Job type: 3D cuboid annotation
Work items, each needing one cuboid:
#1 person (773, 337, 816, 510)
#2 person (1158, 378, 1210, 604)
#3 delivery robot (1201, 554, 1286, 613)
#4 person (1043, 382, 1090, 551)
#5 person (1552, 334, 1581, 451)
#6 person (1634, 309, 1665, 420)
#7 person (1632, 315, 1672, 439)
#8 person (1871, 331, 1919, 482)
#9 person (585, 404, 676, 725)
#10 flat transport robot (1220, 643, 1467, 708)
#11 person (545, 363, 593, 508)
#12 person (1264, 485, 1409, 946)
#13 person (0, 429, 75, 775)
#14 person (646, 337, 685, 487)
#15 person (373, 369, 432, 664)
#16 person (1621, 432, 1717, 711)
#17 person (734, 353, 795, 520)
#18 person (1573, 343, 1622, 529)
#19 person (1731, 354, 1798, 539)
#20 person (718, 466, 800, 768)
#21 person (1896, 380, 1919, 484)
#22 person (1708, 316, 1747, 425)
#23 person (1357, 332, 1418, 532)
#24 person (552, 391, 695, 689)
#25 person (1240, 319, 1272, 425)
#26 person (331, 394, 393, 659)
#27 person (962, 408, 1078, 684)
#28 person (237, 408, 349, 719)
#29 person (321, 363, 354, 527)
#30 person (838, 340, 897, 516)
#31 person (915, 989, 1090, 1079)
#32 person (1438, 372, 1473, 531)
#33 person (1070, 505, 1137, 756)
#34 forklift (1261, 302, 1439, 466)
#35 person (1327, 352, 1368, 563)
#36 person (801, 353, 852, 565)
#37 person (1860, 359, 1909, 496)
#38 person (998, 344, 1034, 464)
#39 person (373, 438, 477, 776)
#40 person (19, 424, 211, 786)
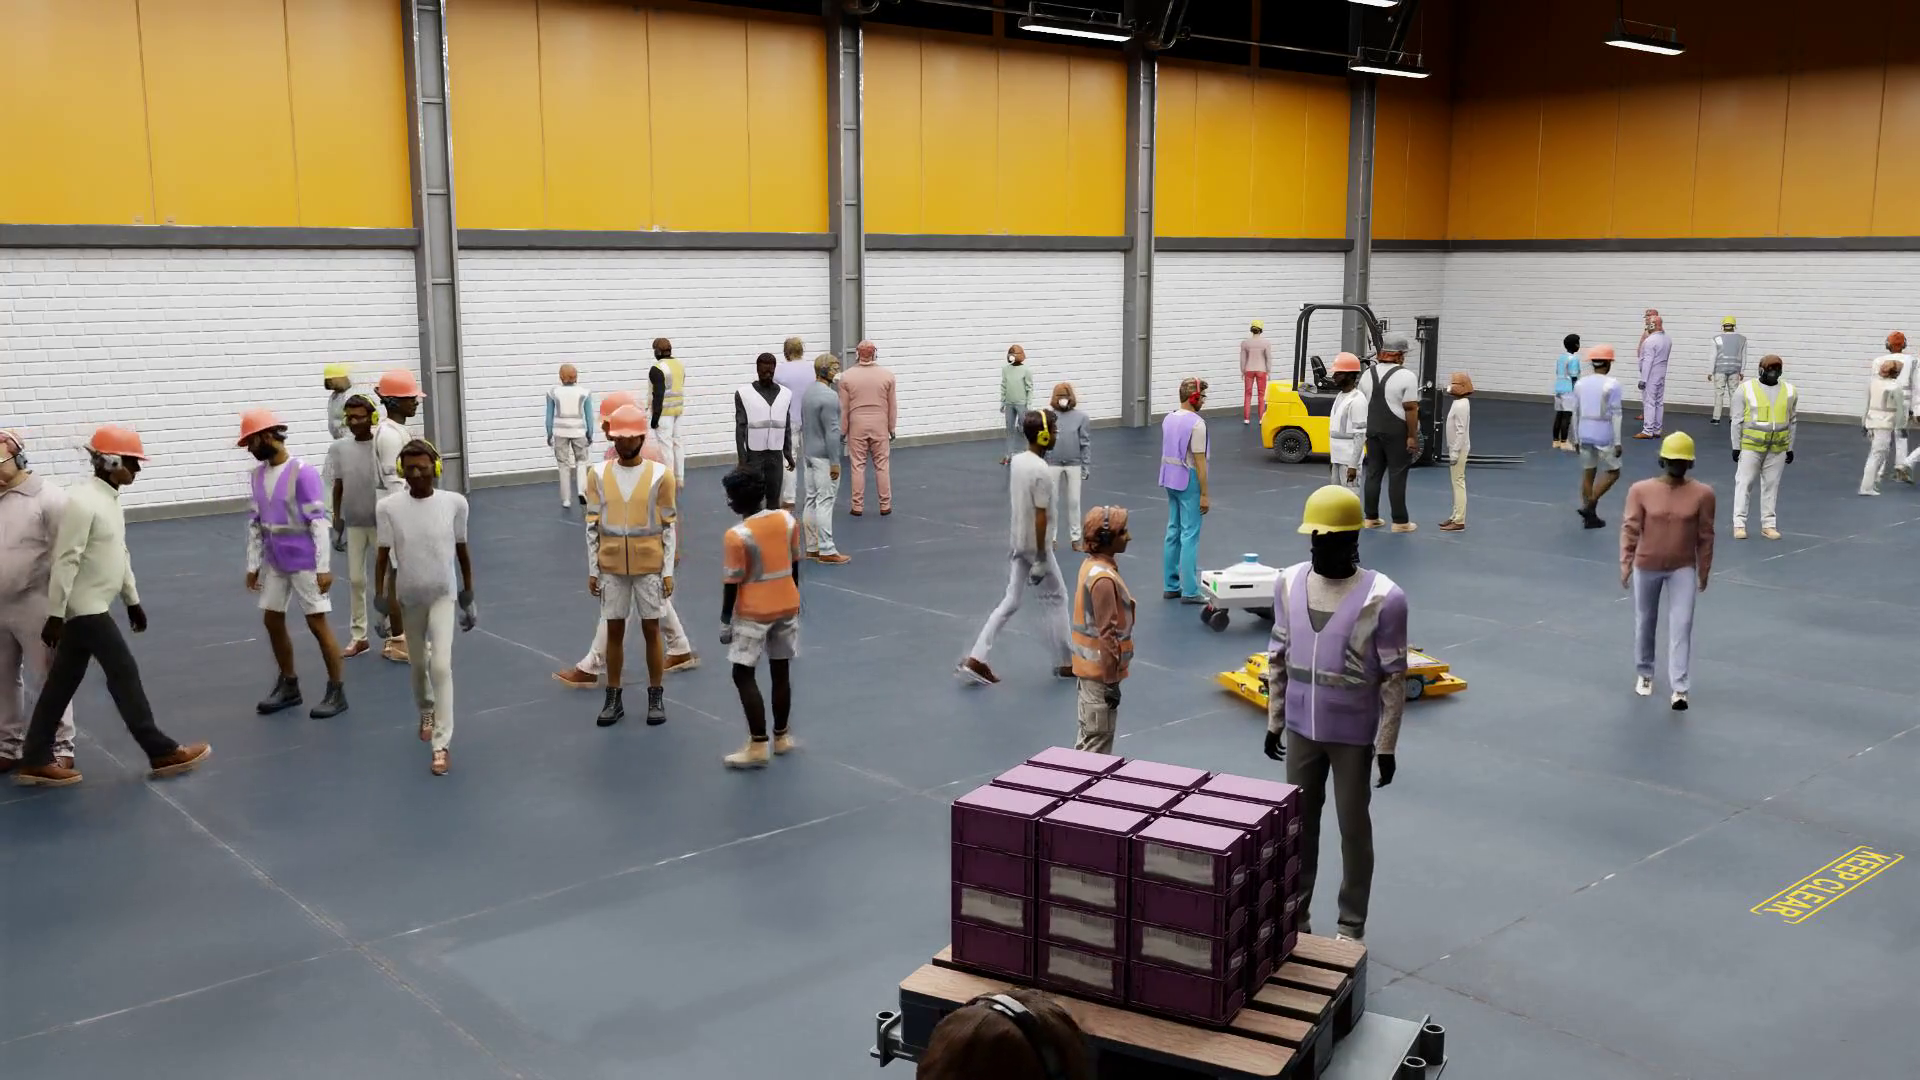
[{"bbox_3d":[-1.805,-1.277,18.422,0.651,1.926,0.410,-5,11,-27],"label":"person"},{"bbox_3d":[1.827,-0.396,13.500,0.390,1.838,0.563,-4,11,-24],"label":"person"},{"bbox_3d":[2.201,0.347,12.624,0.707,0.478,0.477,-2,10,-9],"label":"delivery robot"},{"bbox_3d":[0.985,-0.697,15.882,0.503,1.626,0.279,0,10,0],"label":"person"},{"bbox_3d":[8.801,-2.135,24.089,0.320,1.695,0.538,-1,10,-3],"label":"person"},{"bbox_3d":[11.889,-3.024,28.694,0.400,1.905,0.643,7,12,36],"label":"person"},{"bbox_3d":[10.671,-2.509,25.668,0.639,1.908,0.409,-8,13,-40],"label":"person"},{"bbox_3d":[11.621,-1.658,20.742,0.574,1.887,0.355,1,10,5],"label":"person"},{"bbox_3d":[-1.972,0.153,9.985,0.543,1.941,0.353,0,10,-1],"label":"person"},{"bbox_3d":[2.468,0.861,10.720,1.431,0.197,0.652,-3,10,-17],"label":"flat transport robot"},{"bbox_3d":[-4.378,-1.168,18.650,0.521,1.626,0.372,-2,10,-14],"label":"person"},{"bbox_3d":[1.472,0.734,6.616,0.588,1.928,0.384,9,13,42],"label":"person"},{"bbox_3d":[-5.066,0.354,8.925,0.638,1.903,0.409,1,10,4],"label":"person"},{"bbox_3d":[-3.557,-1.519,20.071,0.429,1.840,0.629,4,10,20],"label":"person"},{"bbox_3d":[-3.851,-0.166,11.547,0.376,2.042,0.615,-3,10,-17],"label":"person"},{"bbox_3d":[4.403,0.195,10.364,0.539,1.728,0.864,4,10,20],"label":"person"},{"bbox_3d":[-1.850,-0.817,15.747,0.587,1.913,0.391,-6,12,-33],"label":"person"},{"bbox_3d":[6.543,-1.056,17.094,0.446,1.924,0.576,-6,12,-33],"label":"person"},{"bbox_3d":[8.011,-0.925,16.581,0.627,1.846,0.429,1,10,4],"label":"person"},{"bbox_3d":[-1.097,0.419,9.219,0.348,1.675,0.621,8,13,41],"label":"person"},{"bbox_3d":[11.627,-1.508,19.905,0.494,1.872,0.604,0,10,2],"label":"person"},{"bbox_3d":[12.798,-2.826,27.766,0.586,1.823,0.403,1,10,8],"label":"person"},{"bbox_3d":[4.444,-1.114,17.106,0.535,2.000,0.683,-8,12,-38],"label":"person"},{"bbox_3d":[-2.214,-0.012,10.962,1.042,1.935,0.646,-6,12,-33],"label":"person"},{"bbox_3d":[4.934,-2.789,27.780,0.546,1.781,0.374,4,10,21],"label":"person"},{"bbox_3d":[-4.141,-0.092,11.640,0.533,1.864,0.310,0,10,1],"label":"person"},{"bbox_3d":[0.452,0.047,10.939,0.938,1.830,0.514,-5,11,-29],"label":"person"},{"bbox_3d":[-4.077,0.138,10.159,0.593,1.904,0.409,5,11,27],"label":"person"},{"bbox_3d":[-6.415,-0.952,17.086,0.505,1.715,0.738,9,14,44],"label":"person"},{"bbox_3d":[-1.000,-1.210,18.059,0.637,1.911,0.403,-1,10,-6],"label":"person"},{"bbox_3d":[0.076,1.512,2.340,0.646,1.833,0.492,8,13,39],"label":"person"},{"bbox_3d":[5.094,-0.908,17.081,0.280,1.636,0.500,3,10,14],"label":"person"},{"bbox_3d":[0.682,0.645,7.980,0.309,1.641,0.515,-1,10,-3],"label":"person"},{"bbox_3d":[5.320,-2.157,22.763,2.313,2.155,1.214,3,10,16],"label":"forklift"},{"bbox_3d":[3.524,-0.749,15.272,0.358,1.938,0.542,-2,10,-9],"label":"person"},{"bbox_3d":[-1.253,-0.743,15.241,0.377,1.937,0.629,-5,11,-26],"label":"person"},{"bbox_3d":[10.833,-1.312,19.511,0.513,1.618,0.520,-1,10,-7],"label":"person"},{"bbox_3d":[0.756,-1.814,22.394,0.499,1.634,0.285,7,12,36],"label":"person"},{"bbox_3d":[-3.008,0.320,9.352,0.541,1.832,0.956,-2,10,-14],"label":"person"},{"bbox_3d":[-4.583,0.351,8.895,1.034,1.910,0.628,-4,10,-20],"label":"person"}]
